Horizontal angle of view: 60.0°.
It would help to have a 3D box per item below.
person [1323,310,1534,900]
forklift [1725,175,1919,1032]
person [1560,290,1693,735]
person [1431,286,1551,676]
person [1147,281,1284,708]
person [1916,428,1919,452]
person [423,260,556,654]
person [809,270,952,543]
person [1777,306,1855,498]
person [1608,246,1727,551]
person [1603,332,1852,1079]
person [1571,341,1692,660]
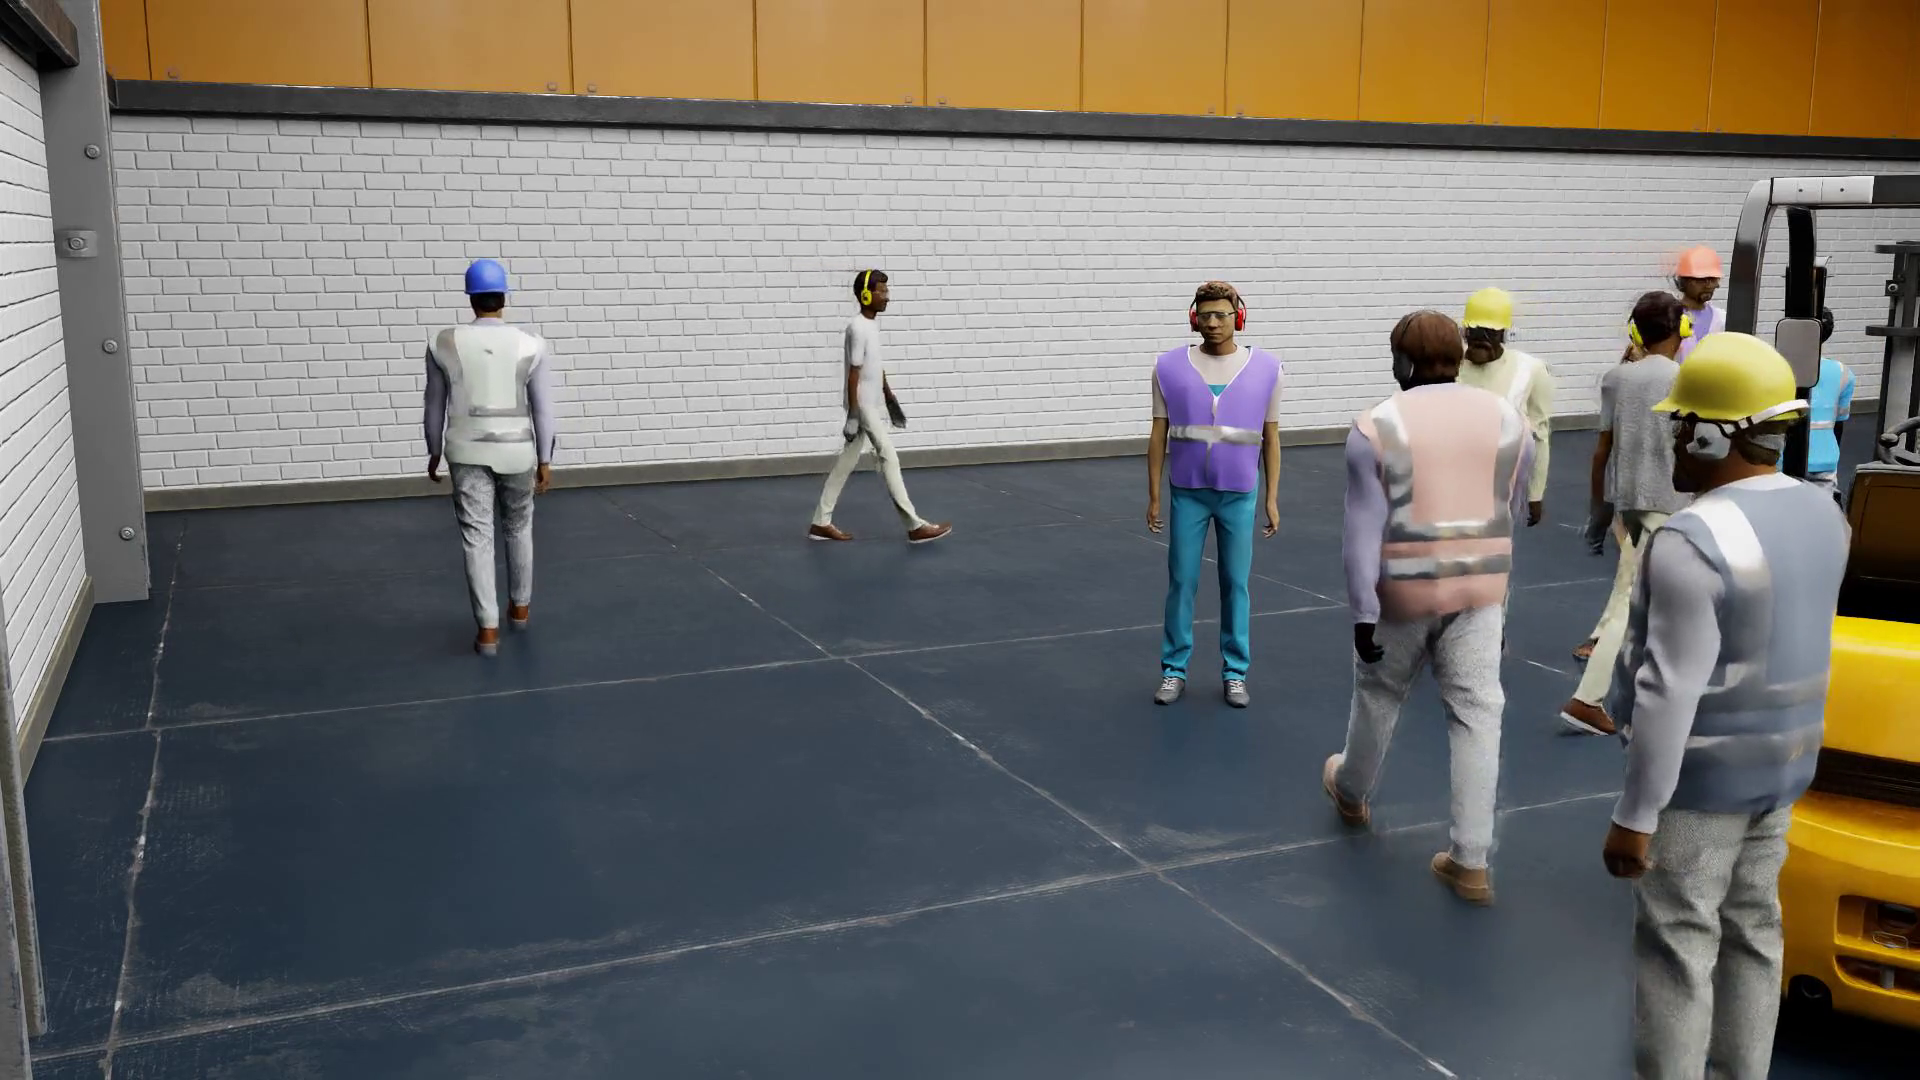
[{"bbox_3d":[1.486,0.165,5.374,0.619,1.788,0.985,-1,10,-4],"label":"person"},{"bbox_3d":[2.810,0.094,4.662,1.214,2.155,2.313,7,12,34],"label":"forklift"},{"bbox_3d":[2.844,-0.113,6.883,0.949,1.827,0.540,-5,11,-24],"label":"person"},{"bbox_3d":[2.371,-0.258,7.649,0.621,1.810,0.436,6,12,31],"label":"person"},{"bbox_3d":[1.100,-0.195,7.214,0.572,1.843,0.373,2,10,9],"label":"person"},{"bbox_3d":[5.420,-0.554,9.065,0.614,1.895,0.702,9,13,40],"label":"person"},{"bbox_3d":[-2.368,-0.438,8.376,0.622,1.908,0.929,-3,11,-17],"label":"person"},{"bbox_3d":[-0.570,-0.873,11.038,0.980,1.820,0.513,0,10,0],"label":"person"},{"bbox_3d":[4.363,-0.386,8.669,0.535,1.700,0.318,-3,11,-15],"label":"person"},{"bbox_3d":[4.447,-0.826,10.341,0.621,1.992,1.086,-2,10,-10],"label":"person"},{"bbox_3d":[1.590,0.479,3.536,0.595,1.832,0.403,-7,12,-34],"label":"person"},{"bbox_3d":[3.350,-0.221,8.089,0.803,1.582,0.557,0,10,-2],"label":"person"}]
